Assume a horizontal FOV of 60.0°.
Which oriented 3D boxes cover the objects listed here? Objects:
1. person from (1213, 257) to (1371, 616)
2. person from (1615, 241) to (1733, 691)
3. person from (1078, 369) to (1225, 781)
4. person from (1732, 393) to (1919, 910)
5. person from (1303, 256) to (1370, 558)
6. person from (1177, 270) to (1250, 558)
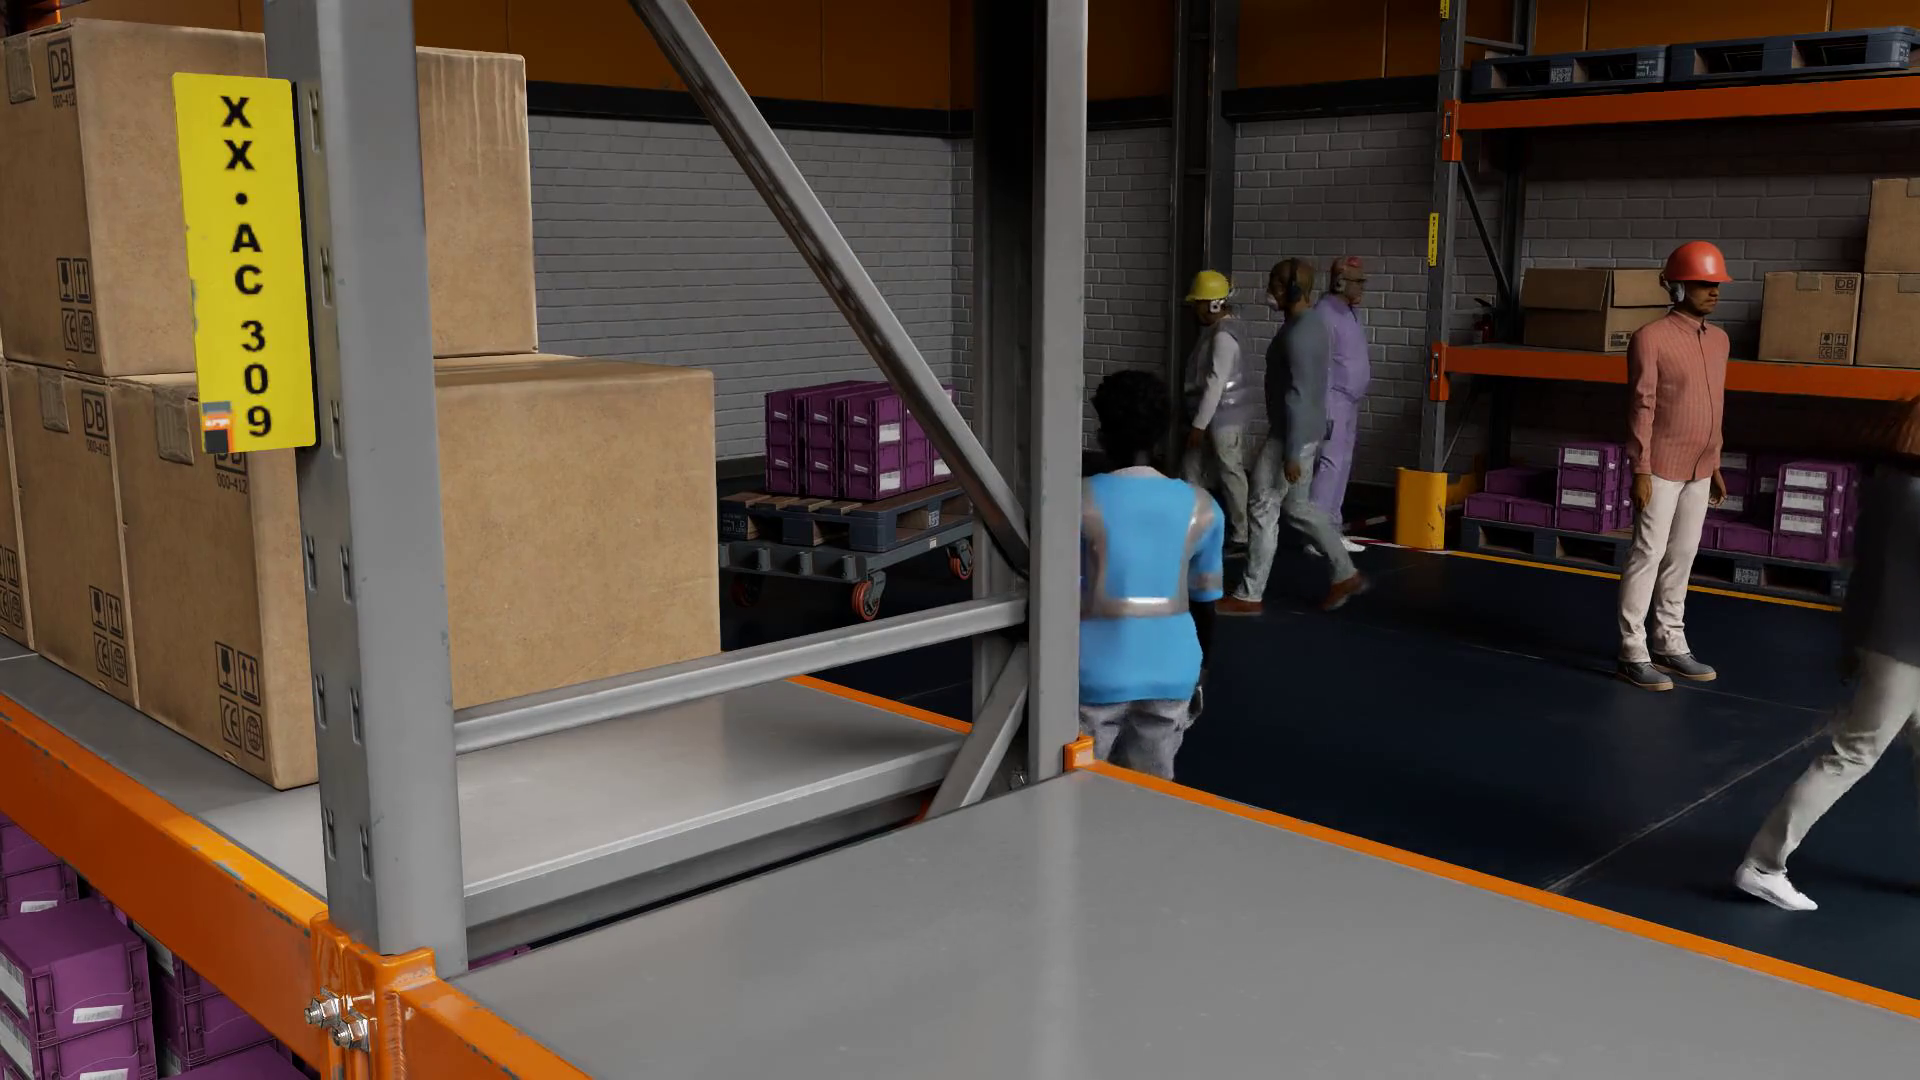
[{"bbox_3d":[1.767,-0.527,8.778,0.826,1.915,0.636,3,11,18],"label":"person"},{"bbox_3d":[3.219,-0.330,7.470,0.611,1.995,0.375,-6,12,-31],"label":"person"},{"bbox_3d":[0.461,0.393,4.417,0.565,1.667,0.567,-3,11,-16],"label":"person"},{"bbox_3d":[2.779,0.340,4.930,0.897,1.586,0.499,2,11,10],"label":"person"},{"bbox_3d":[2.379,-0.829,10.480,0.395,1.893,0.652,5,12,27],"label":"person"},{"bbox_3d":[1.490,-0.774,10.403,0.798,1.797,0.604,0,10,1],"label":"person"}]
